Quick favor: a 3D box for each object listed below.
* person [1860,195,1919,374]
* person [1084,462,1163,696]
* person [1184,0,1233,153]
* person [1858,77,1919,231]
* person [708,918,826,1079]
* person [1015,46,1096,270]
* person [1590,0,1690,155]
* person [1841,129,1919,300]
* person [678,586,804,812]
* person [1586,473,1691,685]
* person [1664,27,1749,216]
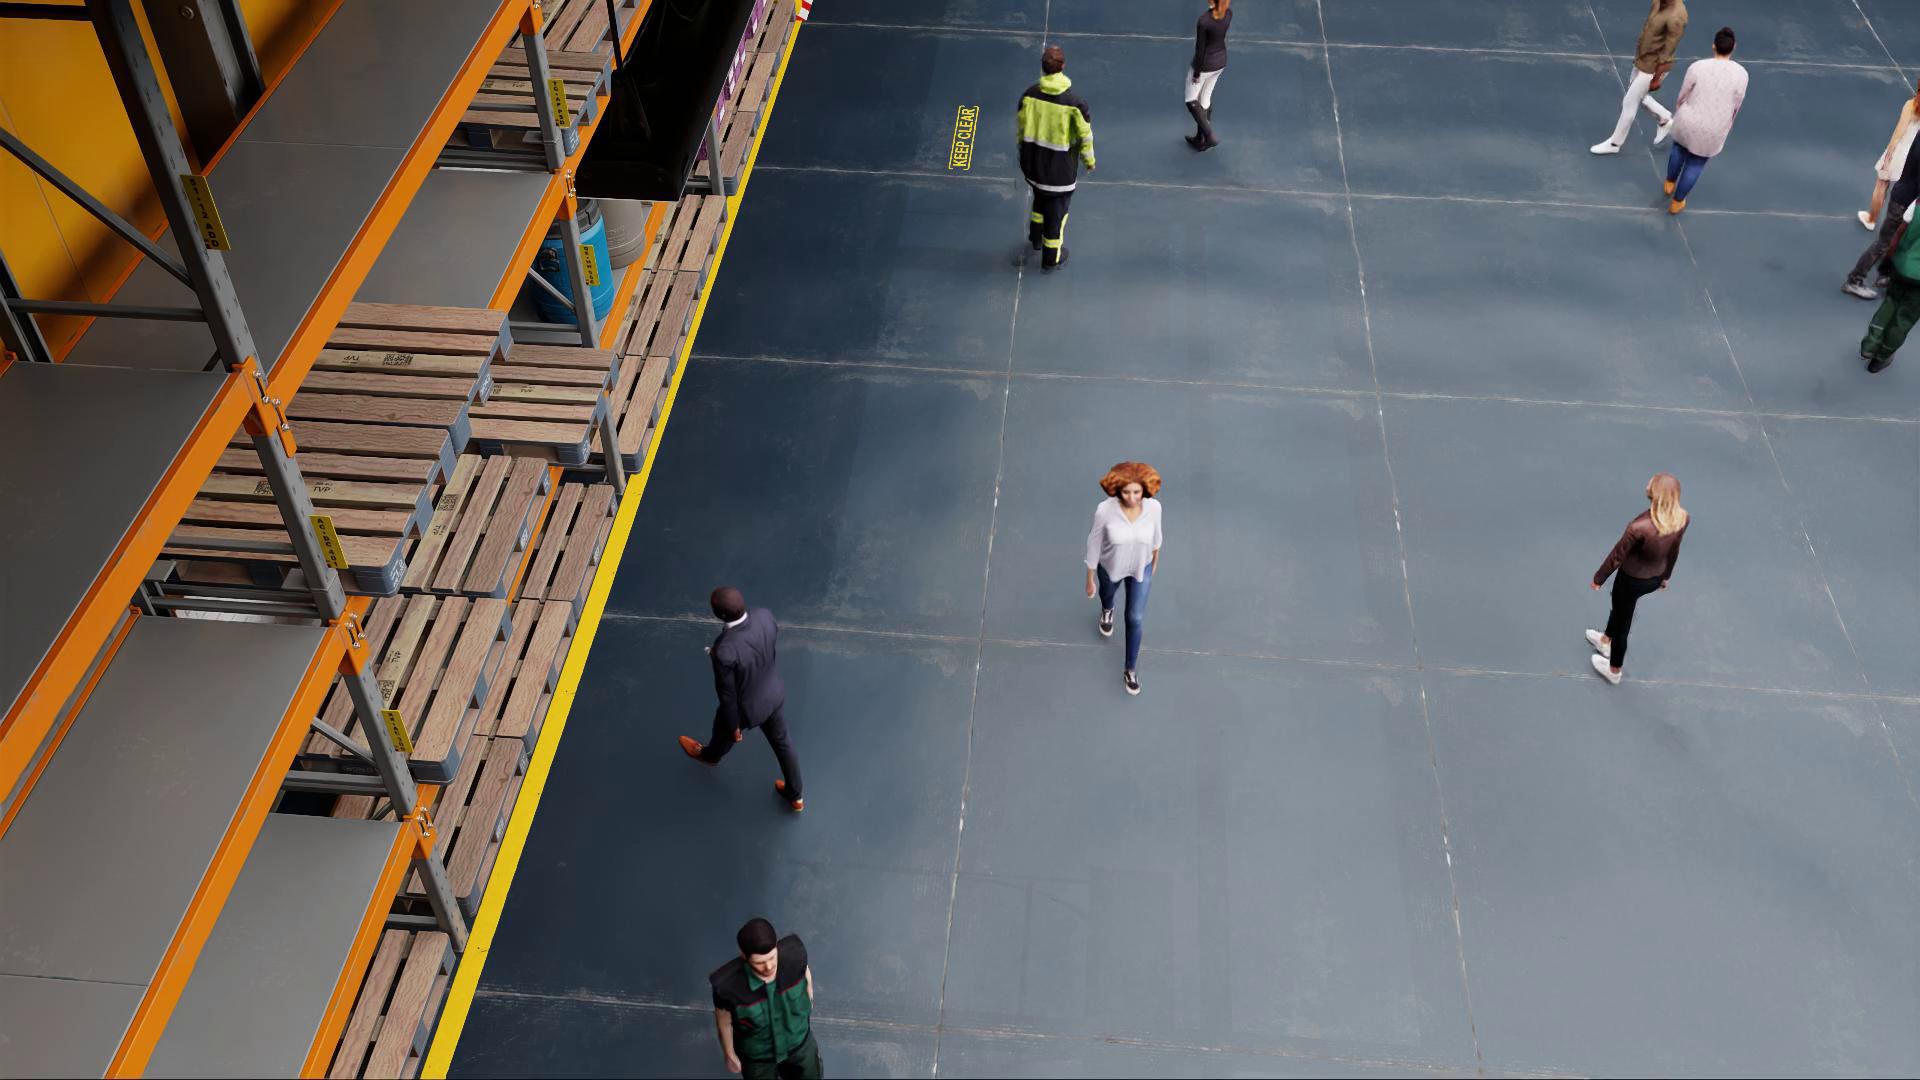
[{"bbox_3d":[7.510,-2.069,13.093,0.905,1.826,0.850,-29,51,-27],"label":"person"},{"bbox_3d":[1.069,0.095,10.938,0.683,1.667,1.120,1,44,1],"label":"person"},{"bbox_3d":[2.381,-4.388,15.607,0.789,1.717,0.861,-27,50,-26],"label":"person"},{"bbox_3d":[8.297,-3.307,14.497,0.652,1.682,1.065,0,44,0],"label":"person"},{"bbox_3d":[-0.983,2.405,8.351,0.834,1.890,0.884,-19,47,-19],"label":"person"},{"bbox_3d":[0.731,-3.214,14.195,0.949,1.965,0.928,26,49,25],"label":"person"},{"bbox_3d":[6.551,-4.442,15.607,0.846,1.796,0.984,-1,44,-1],"label":"person"},{"bbox_3d":[7.801,-2.839,13.881,0.839,1.855,0.805,17,46,18],"label":"person"},{"bbox_3d":[-1.175,1.002,9.905,1.190,1.778,1.225,30,51,27],"label":"person"},{"bbox_3d":[4.405,0.310,10.695,0.783,1.690,0.837,-16,46,-17],"label":"person"},{"bbox_3d":[6.625,-3.711,14.894,0.852,1.720,0.918,24,49,23],"label":"person"}]
